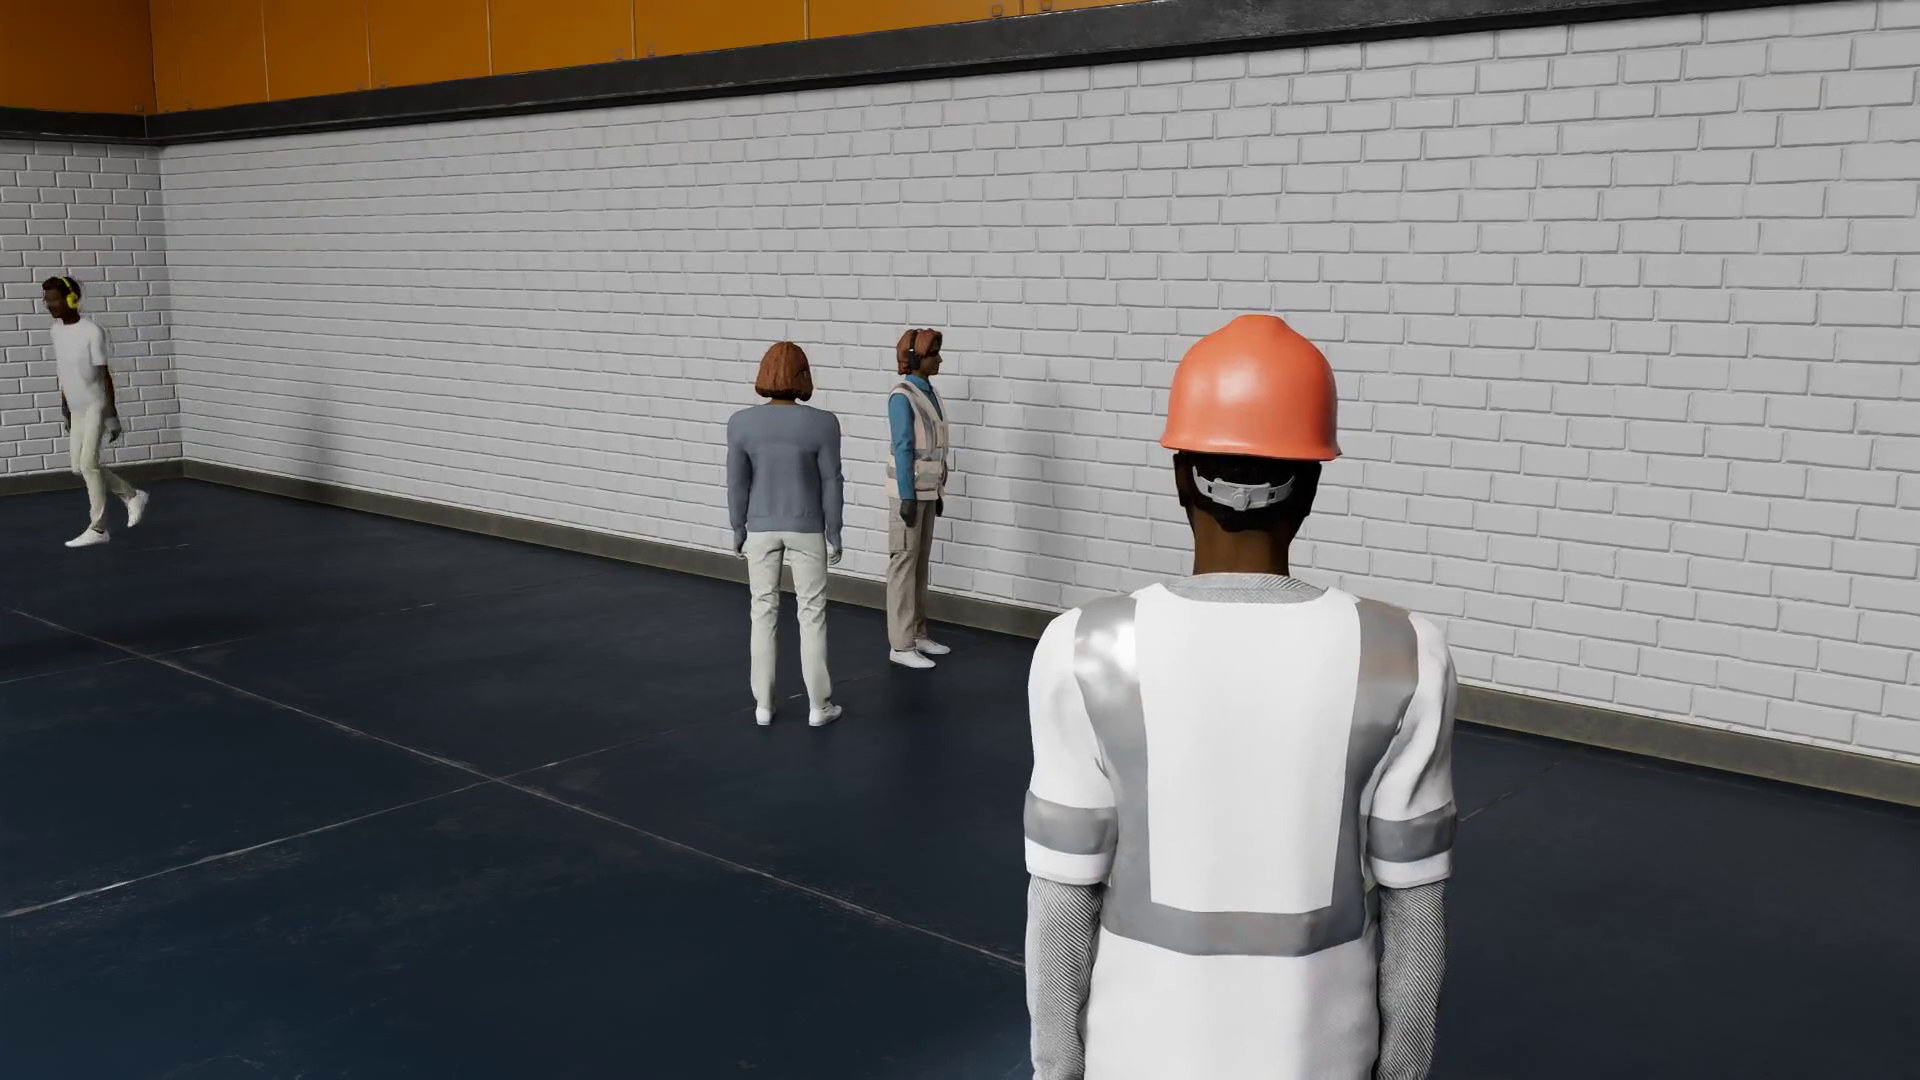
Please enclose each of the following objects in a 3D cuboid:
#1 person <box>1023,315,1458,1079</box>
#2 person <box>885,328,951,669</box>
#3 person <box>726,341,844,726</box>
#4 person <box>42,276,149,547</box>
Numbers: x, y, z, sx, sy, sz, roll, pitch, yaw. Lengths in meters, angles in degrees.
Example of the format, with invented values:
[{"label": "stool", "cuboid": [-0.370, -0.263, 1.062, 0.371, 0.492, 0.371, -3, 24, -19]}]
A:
[{"label": "person", "cuboid": [0.360, 0.673, 2.240, 0.553, 1.935, 0.361, 1, 10, 3]}, {"label": "person", "cuboid": [-0.209, -0.207, 8.107, 0.312, 1.639, 0.512, 3, 10, 15]}, {"label": "person", "cuboid": [-0.736, -0.019, 7.047, 0.501, 1.633, 0.282, 1, 10, 8]}, {"label": "person", "cuboid": [-5.937, -0.893, 11.454, 0.583, 1.836, 0.634, 5, 11, 27]}]
